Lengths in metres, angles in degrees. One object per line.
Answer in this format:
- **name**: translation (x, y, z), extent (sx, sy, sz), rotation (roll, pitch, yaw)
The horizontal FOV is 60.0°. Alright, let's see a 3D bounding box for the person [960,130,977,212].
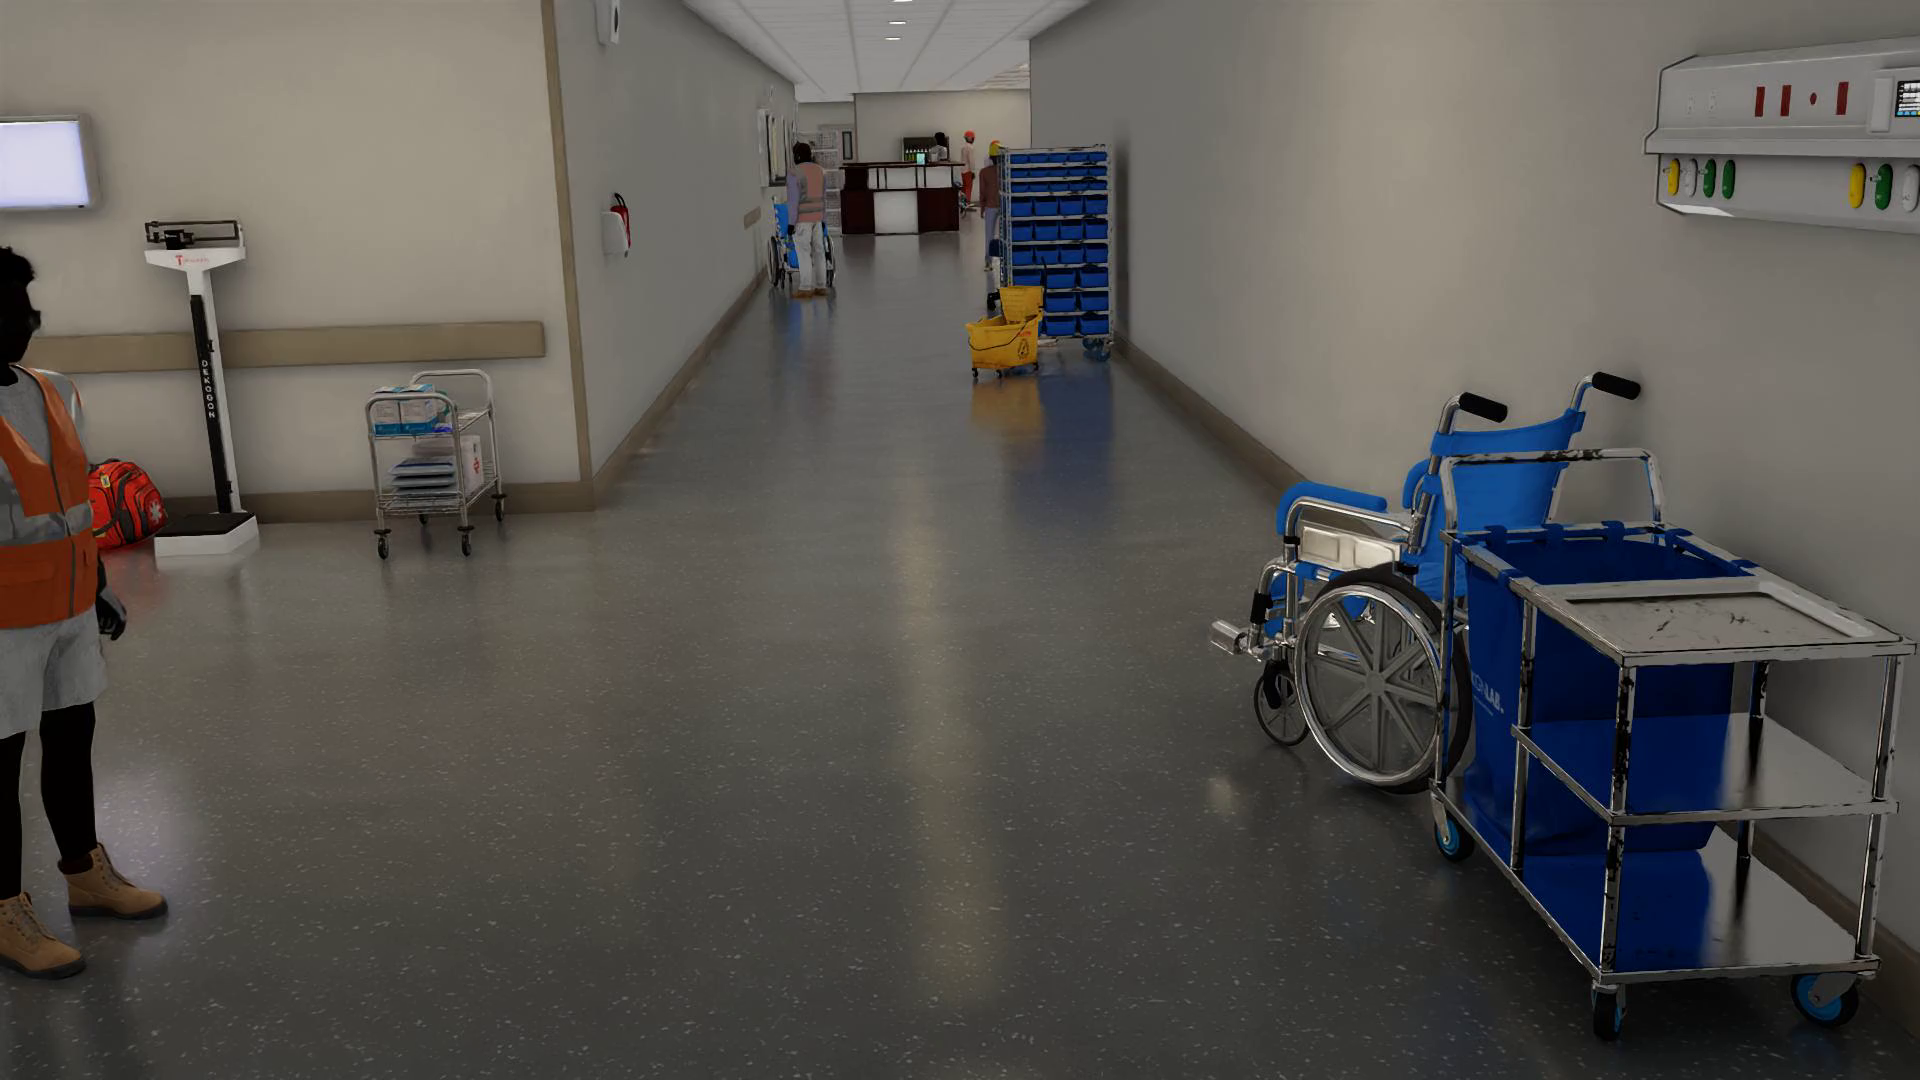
- **person**: translation (0.225, -9.135, 41.232), extent (0.421, 1.985, 0.614), rotation (-6, 14, -19)

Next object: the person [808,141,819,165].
- **person**: translation (-4.241, -10.498, 47.661), extent (0.502, 1.832, 0.402), rotation (4, 15, 21)

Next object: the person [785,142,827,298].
- **person**: translation (-1.856, -3.836, 19.985), extent (0.429, 1.841, 0.633), rotation (9, 17, 37)

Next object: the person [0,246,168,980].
- **person**: translation (-2.187, 0.162, 3.894), extent (0.319, 1.698, 0.532), rotation (1, 14, 13)

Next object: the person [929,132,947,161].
- **person**: translation (-0.477, -8.914, 40.428), extent (0.367, 1.967, 0.602), rotation (-13, 18, -39)

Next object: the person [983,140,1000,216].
- **person**: translation (0.813, -8.404, 38.646), extent (0.564, 1.743, 0.351), rotation (-13, 18, -40)

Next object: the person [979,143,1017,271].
- **person**: translation (0.534, -4.605, 23.046), extent (0.526, 1.760, 0.355), rotation (-1, 14, 4)
